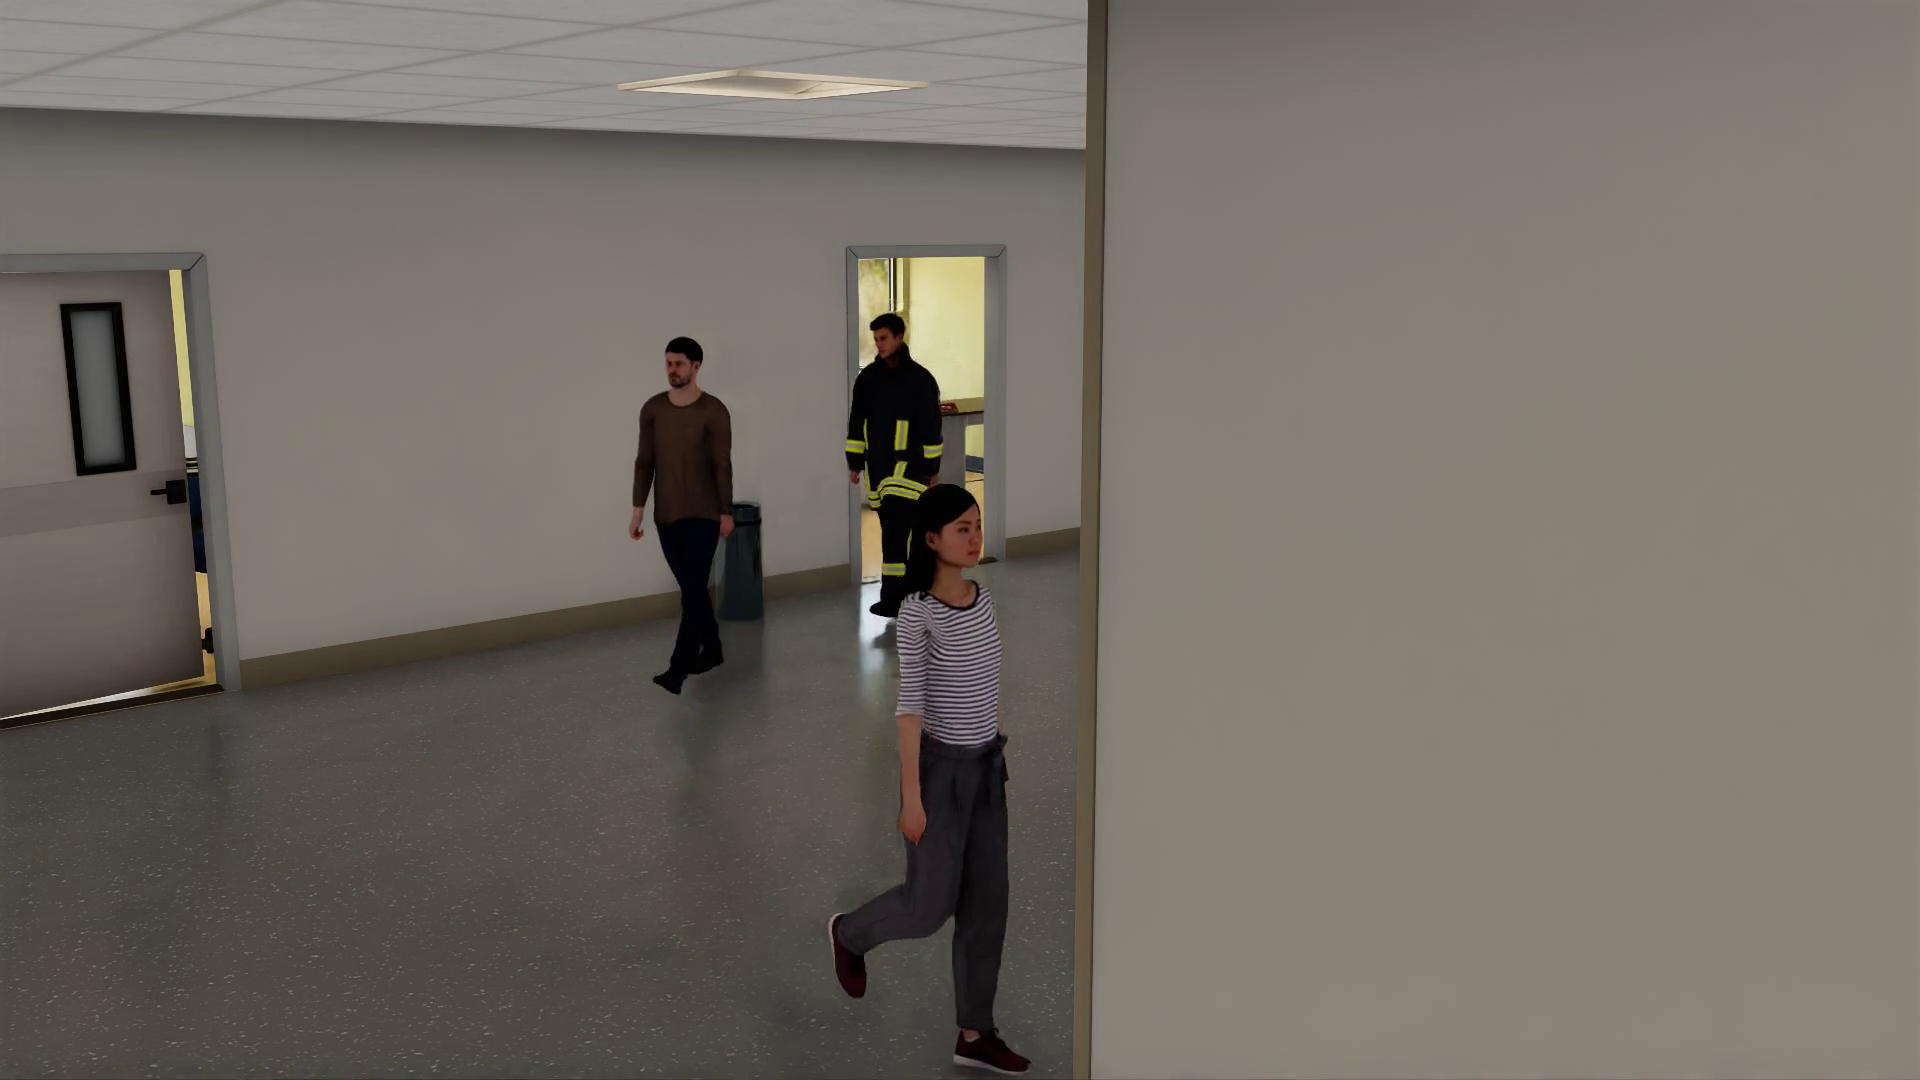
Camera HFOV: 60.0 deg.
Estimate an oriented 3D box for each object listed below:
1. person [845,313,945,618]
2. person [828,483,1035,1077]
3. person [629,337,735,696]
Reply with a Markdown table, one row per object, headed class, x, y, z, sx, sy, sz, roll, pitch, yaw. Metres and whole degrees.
| class | x | y | z | sx | sy | sz | roll | pitch | yaw |
| --- | --- | --- | --- | --- | --- | --- | --- | --- | --- |
| person | -0.372 | -0.476 | 10.569 | 1.034 | 1.884 | 1.307 | 6 | 12 | 28 |
| person | -0.100 | 0.693 | 4.856 | 0.816 | 1.717 | 0.971 | 8 | 13 | 35 |
| person | -1.410 | -0.126 | 8.854 | 1.027 | 1.835 | 1.235 | 4 | 11 | 20 |
